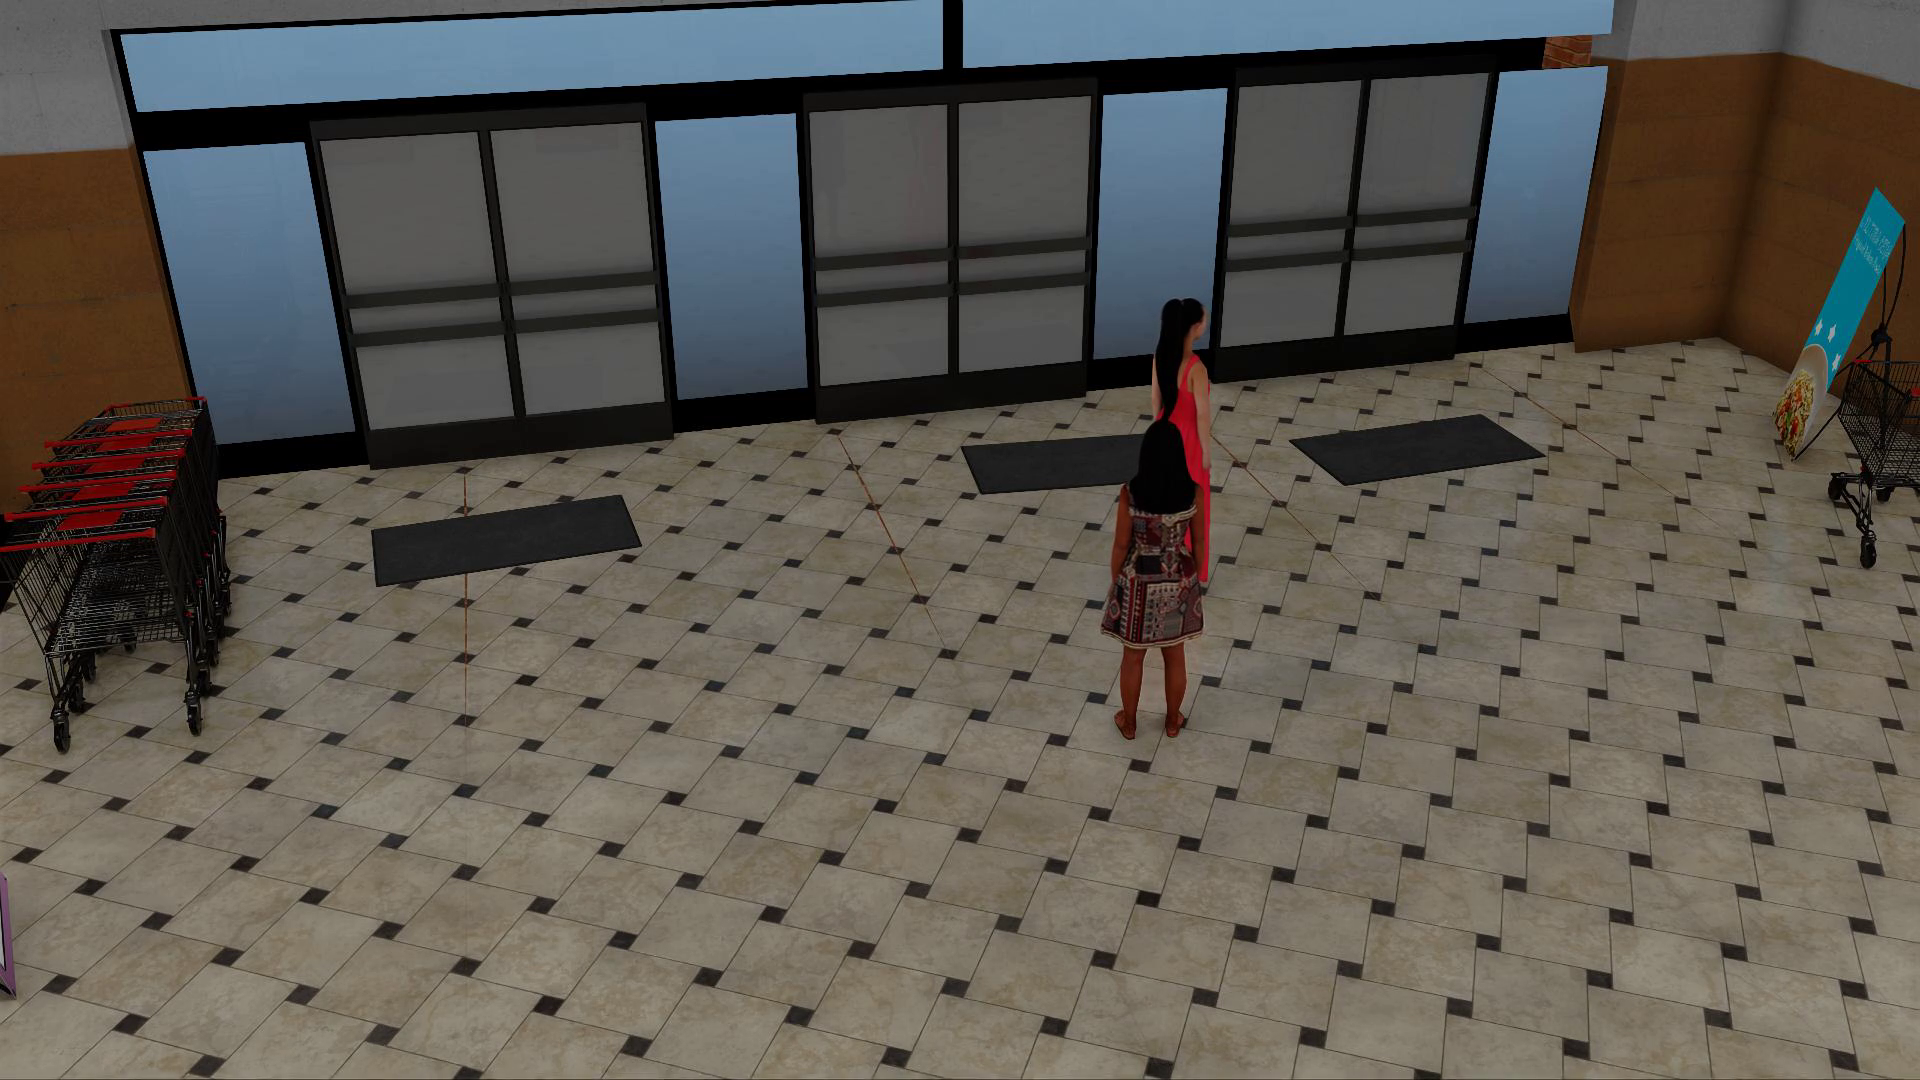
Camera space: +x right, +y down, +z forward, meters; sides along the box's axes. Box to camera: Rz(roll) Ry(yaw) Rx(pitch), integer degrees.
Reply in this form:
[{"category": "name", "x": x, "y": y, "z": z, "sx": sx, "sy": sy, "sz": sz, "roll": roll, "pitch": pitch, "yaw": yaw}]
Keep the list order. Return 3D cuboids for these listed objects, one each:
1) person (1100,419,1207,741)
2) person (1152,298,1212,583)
[{"category": "person", "x": 0.926, "y": 0.203, "z": 7.891, "sx": 0.693, "sy": 1.643, "sz": 0.599, "roll": -1, "pitch": 27, "yaw": -3}, {"category": "person", "x": 1.202, "y": -0.508, "z": 9.194, "sx": 0.753, "sy": 1.732, "sz": 0.630, "roll": -19, "pitch": 32, "yaw": -32}]
